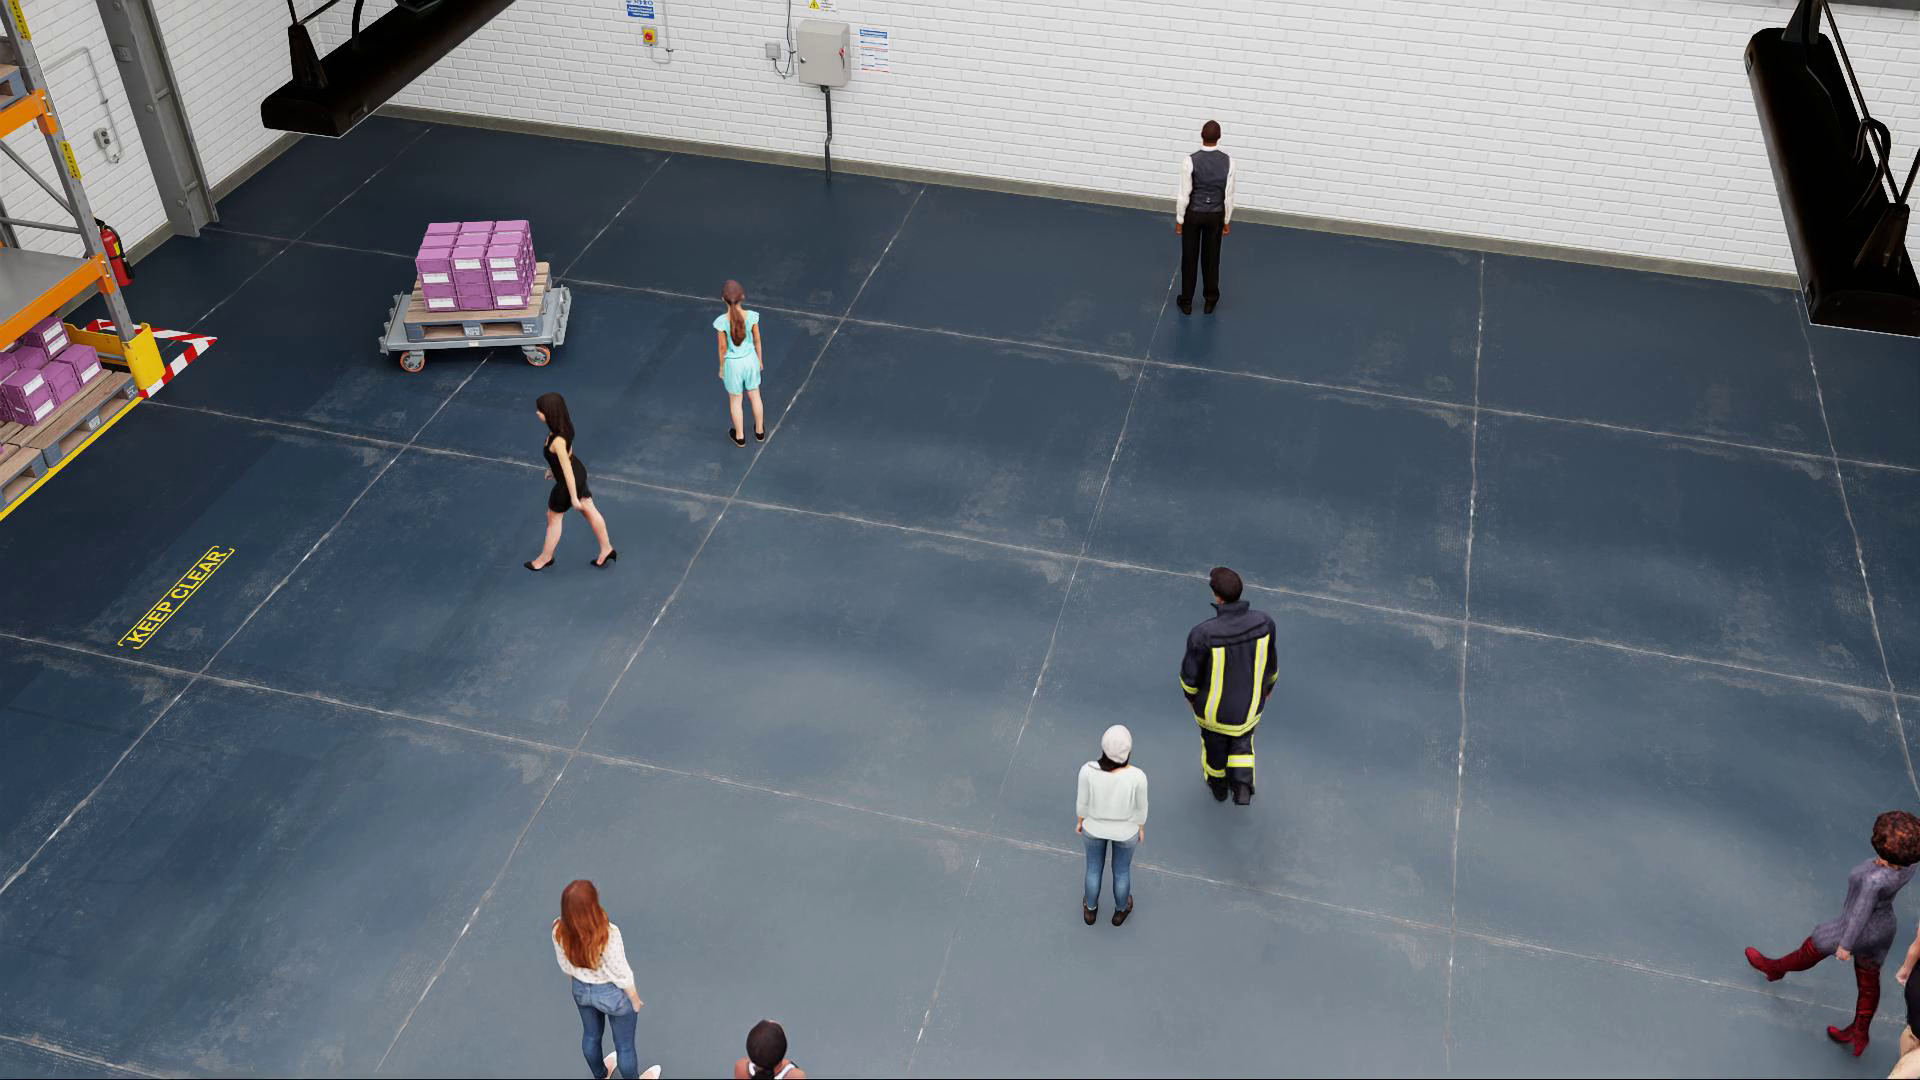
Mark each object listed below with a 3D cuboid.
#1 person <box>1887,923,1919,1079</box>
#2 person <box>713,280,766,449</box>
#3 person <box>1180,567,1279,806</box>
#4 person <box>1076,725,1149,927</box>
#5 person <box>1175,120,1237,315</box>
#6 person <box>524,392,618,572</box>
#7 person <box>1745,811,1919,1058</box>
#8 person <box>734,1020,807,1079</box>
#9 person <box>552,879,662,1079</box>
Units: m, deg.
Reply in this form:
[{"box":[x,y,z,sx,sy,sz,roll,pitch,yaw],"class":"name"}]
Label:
[{"box":[5.221,2.506,8.918,1.050,1.685,0.987,-19,43,-23],"class":"person"},{"box":[-1.856,-1.497,14.032,0.643,1.558,0.688,-15,41,-18],"class":"person"},{"box":[1.741,1.024,10.600,0.963,1.901,0.997,-5,39,-6],"class":"person"},{"box":[0.904,1.705,9.954,0.585,1.645,0.526,6,39,7],"class":"person"},{"box":[2.290,-3.032,15.668,0.755,1.917,0.682,0,39,-1],"class":"person"},{"box":[-2.874,-0.423,12.641,0.802,1.618,0.942,-1,39,-1],"class":"person"},{"box":[5.093,2.242,9.257,1.037,1.676,1.106,-19,43,-23],"class":"person"},{"box":[-0.896,2.974,8.278,0.558,1.753,0.511,11,40,13],"class":"person"},{"box":[-1.939,2.431,8.977,0.593,1.729,0.536,14,41,17],"class":"person"}]
